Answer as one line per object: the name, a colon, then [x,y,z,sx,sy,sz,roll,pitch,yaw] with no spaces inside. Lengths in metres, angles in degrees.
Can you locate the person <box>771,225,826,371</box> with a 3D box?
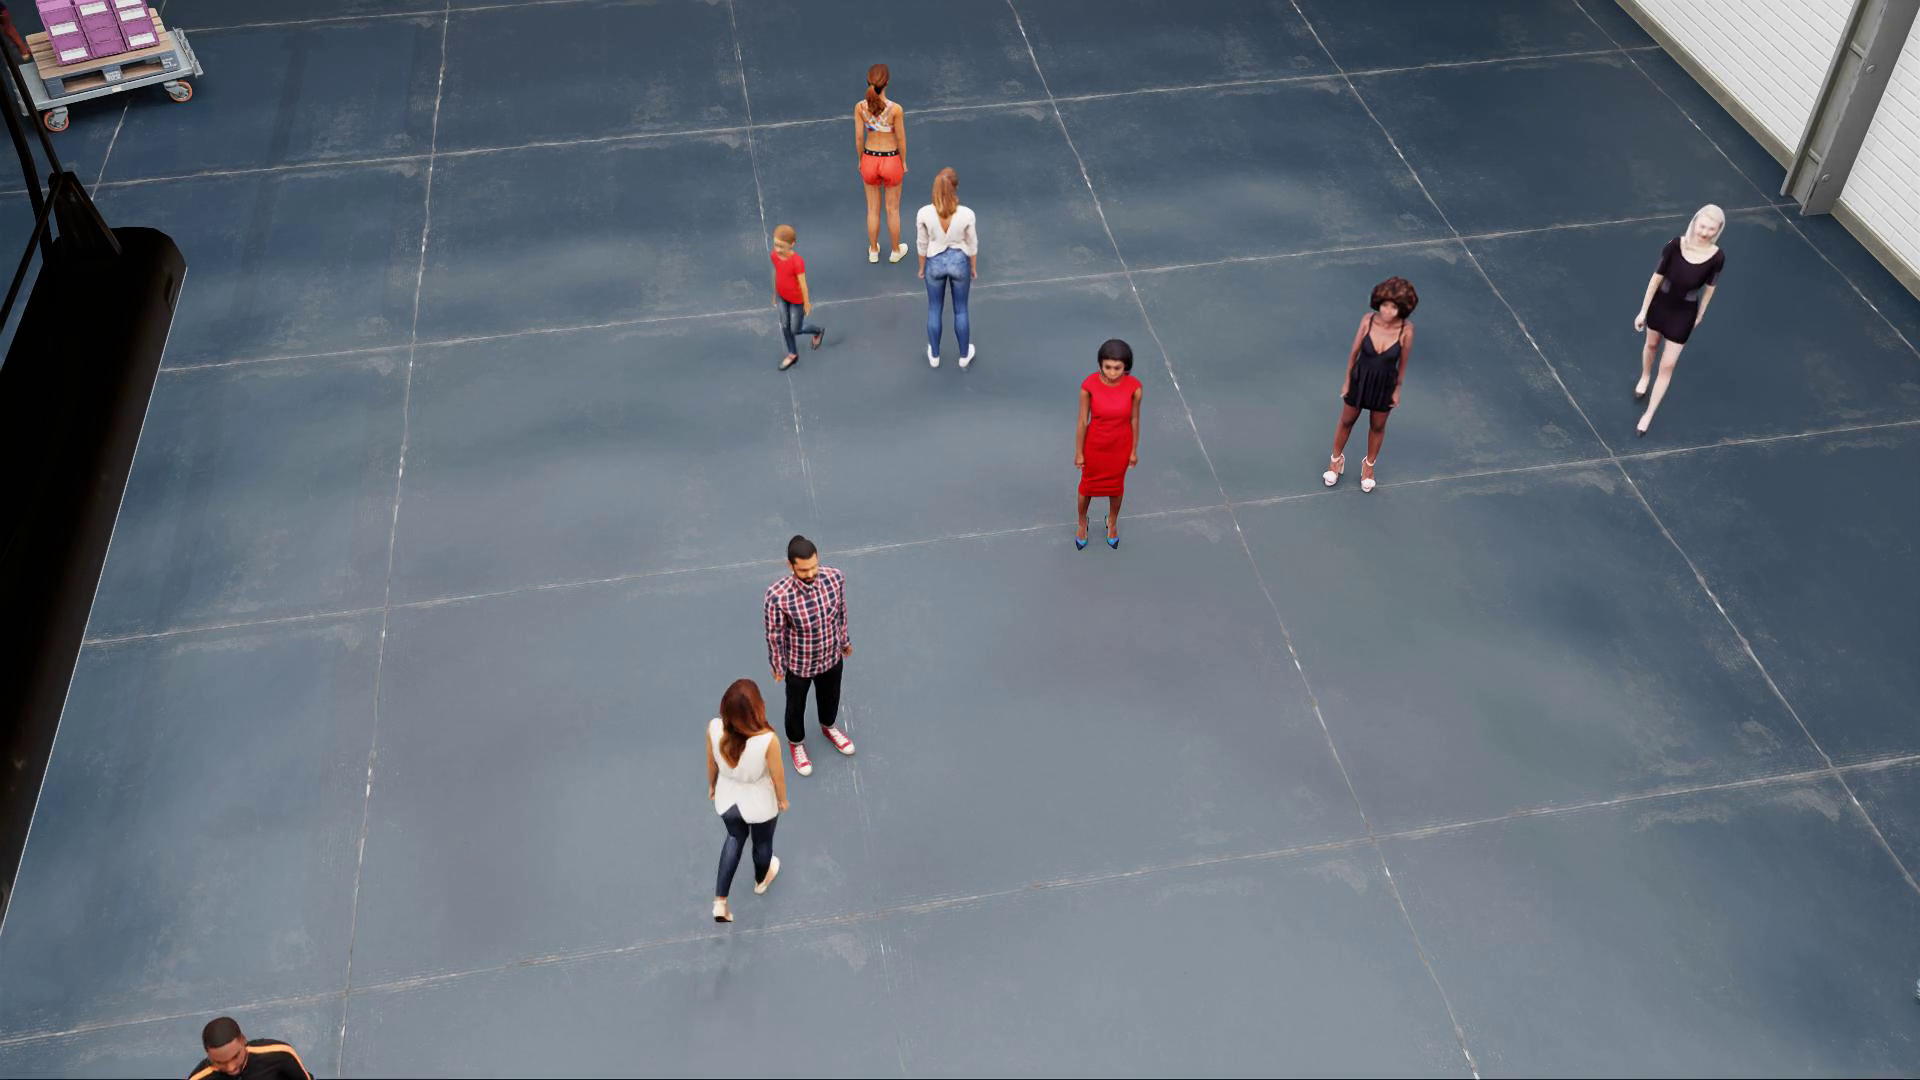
person: [-1.256,-1.914,12.885,0.694,1.295,0.738,31,52,29]

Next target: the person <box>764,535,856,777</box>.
person: [-0.882,0.657,9.849,0.762,1.761,0.720,-23,48,-22]

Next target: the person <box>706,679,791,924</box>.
person: [-1.185,1.473,8.986,0.848,1.770,0.986,10,44,10]

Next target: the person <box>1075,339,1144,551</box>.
person: [0.992,-0.629,11.212,0.608,1.743,0.554,0,44,0]

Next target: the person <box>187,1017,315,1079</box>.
person: [-3.220,2.660,7.743,0.773,1.765,1.178,-14,45,-14]

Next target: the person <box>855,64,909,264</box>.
person: [-0.649,-3.099,13.769,0.640,1.792,0.654,6,44,6]

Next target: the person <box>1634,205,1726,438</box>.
person: [5.285,-1.731,12.330,0.989,1.796,1.107,21,48,21]

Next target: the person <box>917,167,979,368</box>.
person: [-0.098,-2.078,12.750,0.658,1.720,0.592,2,44,2]

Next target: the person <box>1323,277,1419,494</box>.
person: [2.893,-1.084,11.657,0.655,1.788,0.675,13,45,13]
